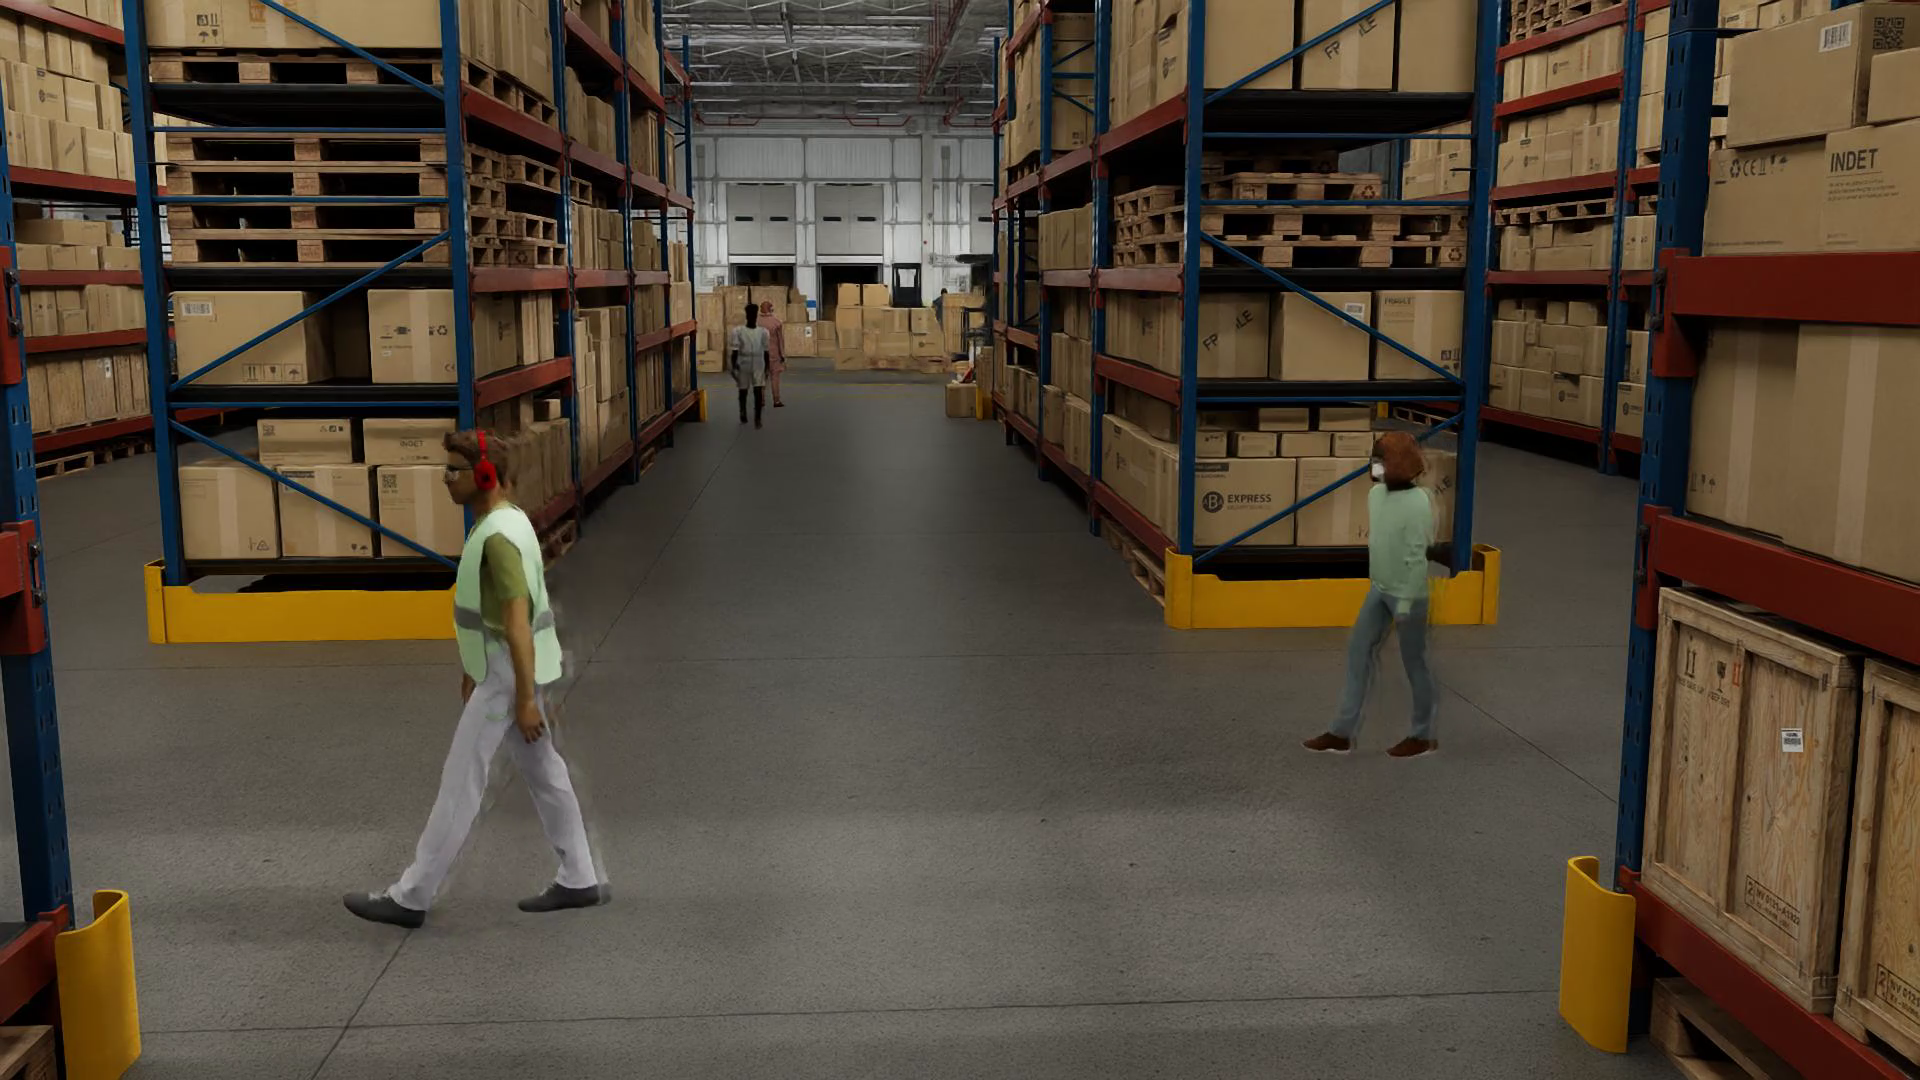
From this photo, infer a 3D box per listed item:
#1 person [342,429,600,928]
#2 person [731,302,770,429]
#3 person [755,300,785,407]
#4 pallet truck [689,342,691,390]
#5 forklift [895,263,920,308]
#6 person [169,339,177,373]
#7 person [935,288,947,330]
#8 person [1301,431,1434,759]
[{"bbox_3d":[-1.769,0.506,5.993,0.943,1.801,0.599,-2,9,-14],"label":"person"},{"bbox_3d":[-3.228,-2.682,25.605,0.609,1.948,0.647,-2,9,-14],"label":"person"},{"bbox_3d":[-3.426,-3.321,29.719,0.643,1.912,0.410,2,9,9],"label":"person"},{"bbox_3d":[-5.225,-3.008,27.480,1.885,1.965,0.823,2,9,14],"label":"pallet truck"},{"bbox_3d":[-1.983,-9.012,62.419,1.129,2.768,1.873,-1,9,-4],"label":"forklift"},{"bbox_3d":[-15.220,-3.521,31.758,0.811,1.661,0.524,3,10,18],"label":"person"},{"bbox_3d":[-0.523,-7.281,54.498,0.630,1.940,0.372,5,10,26],"label":"person"},{"bbox_3d":[1.998,0.284,8.005,0.740,1.600,0.529,-3,10,-19],"label":"person"}]
